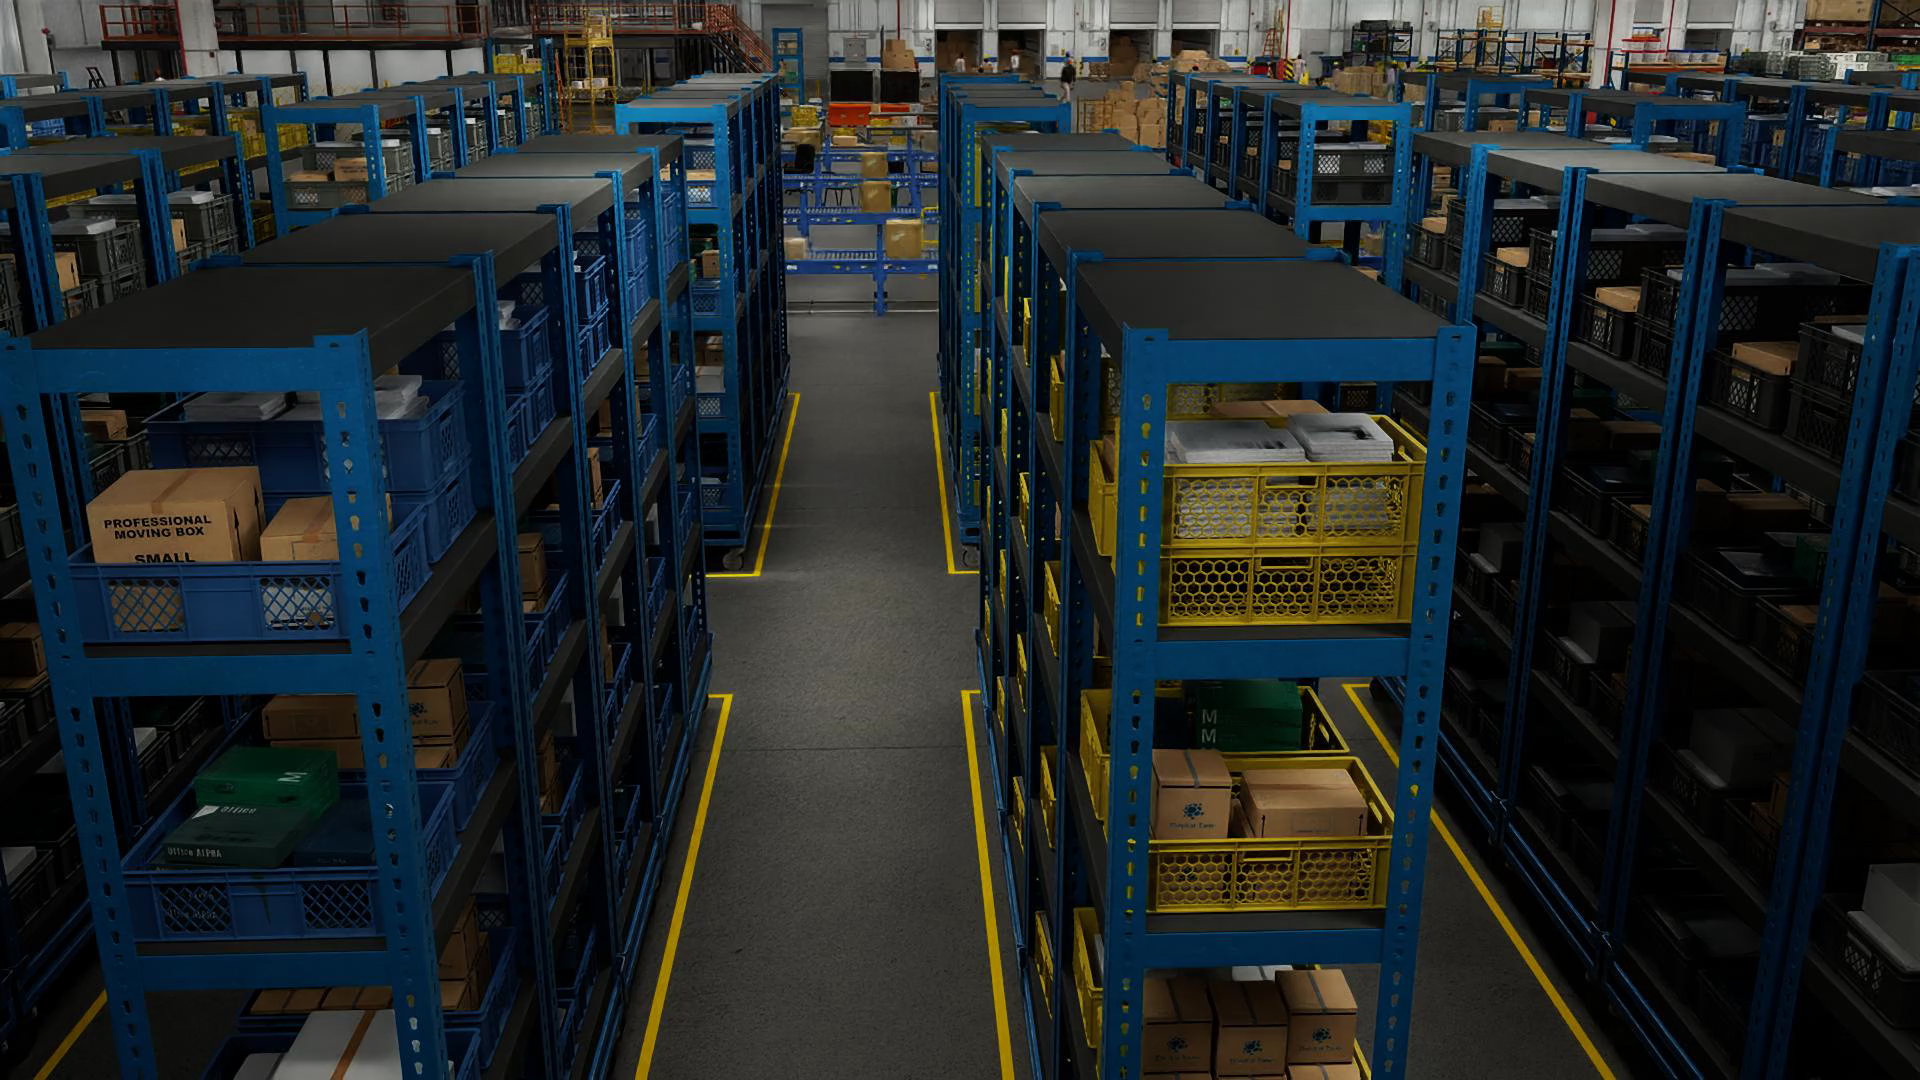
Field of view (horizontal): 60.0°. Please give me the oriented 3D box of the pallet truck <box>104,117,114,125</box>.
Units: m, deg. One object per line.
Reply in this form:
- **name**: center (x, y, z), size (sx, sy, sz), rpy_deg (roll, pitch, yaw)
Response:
- **pallet truck**: center (-18.367, -7.885, 35.078), size (1.885, 1.965, 0.823), rpy_deg (1, 18, 2)

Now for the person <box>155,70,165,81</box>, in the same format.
- **person**: center (-30.069, -16.722, 62.609), size (0.355, 1.883, 0.575), rpy_deg (0, 18, 1)

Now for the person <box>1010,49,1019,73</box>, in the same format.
- **person**: center (2.933, -25.591, 90.053), size (0.980, 1.884, 0.561), rpy_deg (15, 23, 39)

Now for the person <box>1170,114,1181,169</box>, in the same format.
- **person**: center (5.169, -9.359, 40.042), size (0.386, 1.755, 0.534), rpy_deg (-3, 18, -8)

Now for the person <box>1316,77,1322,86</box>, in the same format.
- **person**: center (12.232, -14.861, 56.860), size (0.317, 1.876, 0.531), rpy_deg (1, 18, 4)

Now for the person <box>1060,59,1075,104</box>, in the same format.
- **person**: center (4.728, -20.295, 73.609), size (0.624, 1.938, 0.934), rpy_deg (-8, 20, -24)

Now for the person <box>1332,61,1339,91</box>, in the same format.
- **person**: center (17.367, -21.164, 76.575), size (0.679, 1.735, 0.547), rpy_deg (-1, 18, -4)

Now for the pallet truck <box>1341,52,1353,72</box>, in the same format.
- **pallet truck**: center (18.794, -23.123, 82.231), size (0.823, 1.965, 1.885), rpy_deg (-13, 22, -35)

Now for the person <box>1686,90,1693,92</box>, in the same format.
- **person**: center (24.061, -14.202, 54.555), size (0.606, 2.000, 0.699), rpy_deg (9, 20, 25)

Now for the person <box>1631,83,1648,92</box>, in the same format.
- **person**: center (24.894, -16.186, 60.930), size (0.882, 1.910, 0.549), rpy_deg (-13, 22, -35)

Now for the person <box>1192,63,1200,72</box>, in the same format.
- **person**: center (9.286, -17.812, 65.725), size (0.612, 2.039, 0.392), rpy_deg (5, 19, 16)

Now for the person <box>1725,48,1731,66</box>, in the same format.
- **person**: center (41.579, -25.685, 90.278), size (0.368, 1.932, 0.622), rpy_deg (0, 18, 1)

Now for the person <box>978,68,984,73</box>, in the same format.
- **person**: center (0.824, -17.447, 64.885), size (0.520, 1.865, 0.332), rpy_deg (-11, 21, -30)

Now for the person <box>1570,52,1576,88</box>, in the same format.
- **person**: center (30.535, -23.369, 83.095), size (0.373, 1.936, 0.629), rpy_deg (12, 21, 32)

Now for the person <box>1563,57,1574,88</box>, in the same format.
- **person**: center (28.686, -21.769, 78.309), size (0.391, 1.833, 0.522), rpy_deg (16, 24, 41)

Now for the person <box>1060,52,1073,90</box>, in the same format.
- **person**: center (5.476, -24.041, 85.238), size (0.617, 1.895, 0.995), rpy_deg (-17, 25, -42)

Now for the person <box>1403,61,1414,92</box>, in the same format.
- **person**: center (21.052, -21.683, 78.312), size (0.539, 1.667, 0.780), rpy_deg (5, 19, 15)

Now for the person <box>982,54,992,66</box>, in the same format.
- **person**: center (1.283, -22.347, 79.947), size (0.591, 1.923, 0.381), rpy_deg (14, 23, 37)

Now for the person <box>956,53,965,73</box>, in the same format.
- **person**: center (0.045, -23.166, 82.501), size (0.492, 1.910, 0.671), rpy_deg (-13, 22, -35)

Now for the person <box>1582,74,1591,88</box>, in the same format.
- **person**: center (24.258, -17.149, 64.257), size (0.582, 1.672, 0.516), rpy_deg (-1, 18, -2)

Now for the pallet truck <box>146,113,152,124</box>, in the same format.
- **pallet truck**: center (-18.087, -8.309, 36.390), size (1.885, 1.965, 0.823), rpy_deg (-1, 18, -4)

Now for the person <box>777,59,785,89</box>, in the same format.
- **person**: center (-8.770, -22.750, 81.349), size (0.431, 1.836, 0.619), rpy_deg (-6, 19, -19)

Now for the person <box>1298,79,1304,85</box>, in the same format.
- **person**: center (11.716, -14.948, 57.284), size (0.619, 1.779, 0.727), rpy_deg (7, 19, 22)

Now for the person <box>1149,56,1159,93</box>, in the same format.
- **person**: center (9.640, -23.119, 82.627), size (0.484, 1.743, 0.307), rpy_deg (4, 18, 13)

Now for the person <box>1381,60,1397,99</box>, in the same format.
- **person**: center (18.998, -20.175, 73.302), size (0.984, 1.889, 0.598), rpy_deg (4, 18, 12)

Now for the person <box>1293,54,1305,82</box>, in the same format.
- **person**: center (16.895, -23.267, 82.926), size (0.619, 1.845, 0.430), rpy_deg (8, 19, 22)

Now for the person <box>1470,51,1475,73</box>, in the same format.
- **person**: center (26.931, -24.627, 87.084), size (0.894, 1.887, 0.617), rpy_deg (9, 20, 26)

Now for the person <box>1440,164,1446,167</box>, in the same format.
- **person**: center (11.928, -9.591, 40.908), size (0.543, 1.654, 0.862), rpy_deg (0, 18, 0)
